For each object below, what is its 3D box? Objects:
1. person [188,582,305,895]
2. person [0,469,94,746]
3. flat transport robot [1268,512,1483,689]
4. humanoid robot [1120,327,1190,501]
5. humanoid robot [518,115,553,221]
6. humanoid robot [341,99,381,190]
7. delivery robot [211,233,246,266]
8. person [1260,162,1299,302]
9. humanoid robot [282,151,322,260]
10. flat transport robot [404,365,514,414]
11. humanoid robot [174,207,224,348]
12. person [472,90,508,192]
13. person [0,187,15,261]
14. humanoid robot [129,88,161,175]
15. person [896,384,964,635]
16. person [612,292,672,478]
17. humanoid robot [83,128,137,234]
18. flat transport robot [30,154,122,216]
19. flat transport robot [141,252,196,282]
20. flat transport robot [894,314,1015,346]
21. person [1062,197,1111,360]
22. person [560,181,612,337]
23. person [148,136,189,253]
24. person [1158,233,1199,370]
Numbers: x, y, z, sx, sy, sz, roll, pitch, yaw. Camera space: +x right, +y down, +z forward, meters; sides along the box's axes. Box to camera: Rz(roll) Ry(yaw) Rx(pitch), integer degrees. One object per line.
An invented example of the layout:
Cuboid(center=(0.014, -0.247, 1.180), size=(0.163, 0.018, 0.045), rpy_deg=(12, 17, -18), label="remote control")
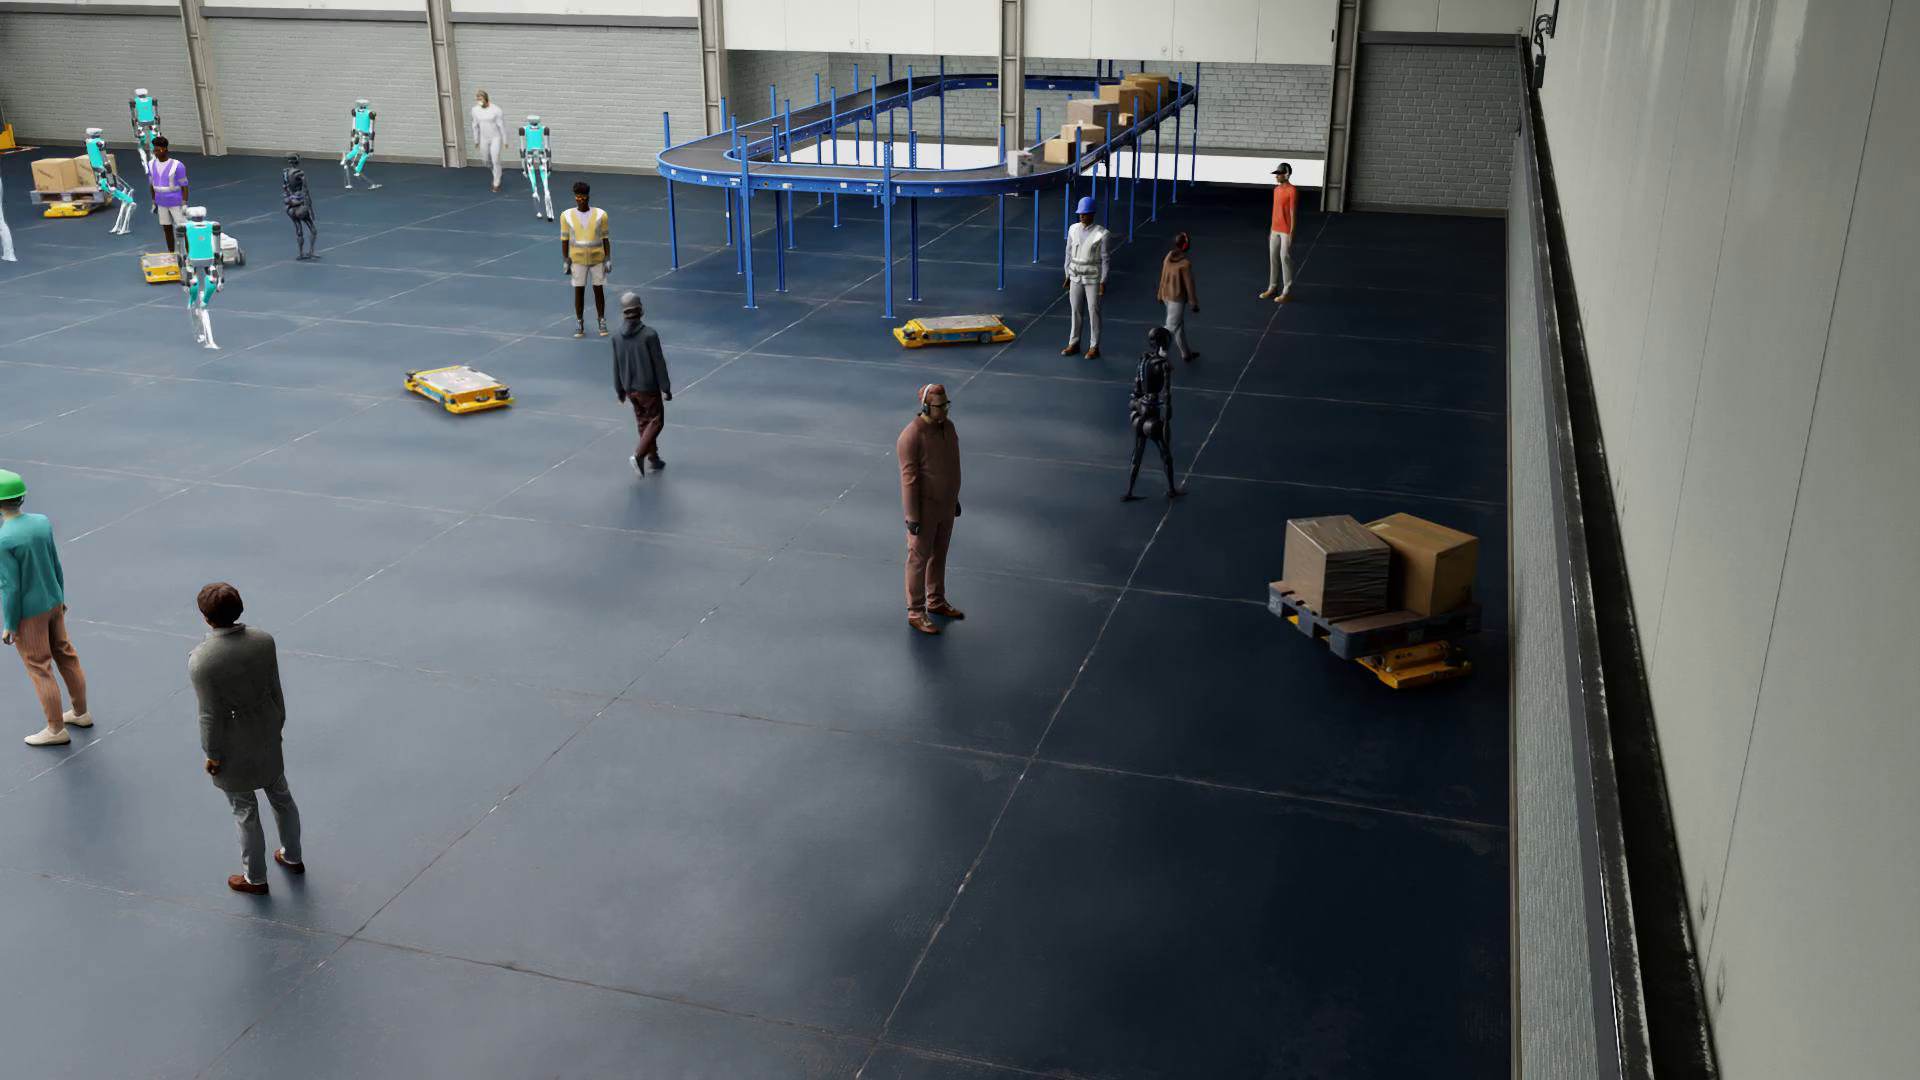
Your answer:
Cuboid(center=(-3.953, 1.090, 9.181), size=(0.366, 1.832, 0.500), rpy_deg=(13, 25, 30), label="person")
Cuboid(center=(-6.028, 0.439, 10.807), size=(0.361, 1.872, 0.529), rpy_deg=(4, 21, 11), label="person")
Cuboid(center=(3.066, 0.699, 12.365), size=(0.659, 0.231, 1.431), rpy_deg=(-9, 23, -22), label="flat transport robot")
Cuboid(center=(1.796, -1.158, 15.248), size=(0.626, 1.637, 0.610), rpy_deg=(-9, 23, -23), label="humanoid robot")
Cuboid(center=(-7.271, -6.355, 28.755), size=(0.545, 1.876, 0.826), rpy_deg=(-9, 23, -21), label="humanoid robot")
Cuboid(center=(-11.346, -7.336, 31.213), size=(0.573, 1.751, 1.026), rpy_deg=(9, 23, 22), label="humanoid robot")
Cuboid(center=(-11.260, -4.428, 25.286), size=(0.807, 0.609, 0.499), rpy_deg=(20, 29, 41), label="delivery robot")
Cuboid(center=(4.408, -4.232, 22.885), size=(0.422, 1.905, 0.480), rpy_deg=(-11, 24, -27), label="person")
Cuboid(center=(-10.162, -5.130, 25.519), size=(0.598, 1.656, 0.327), rpy_deg=(13, 25, 31), label="humanoid robot")
Cuboid(center=(-5.608, -1.692, 18.566), size=(0.659, 0.231, 1.431), rpy_deg=(-17, 27, -37), label="flat transport robot")
Cuboid(center=(-9.488, -3.248, 20.667), size=(0.568, 1.831, 0.810), rpy_deg=(-18, 28, -39), label="humanoid robot")
Cuboid(center=(-8.893, -7.623, 31.690), size=(0.660, 1.905, 0.725), rpy_deg=(4, 21, 10), label="person")
Cuboid(center=(-15.025, -5.241, 25.542), size=(0.969, 1.868, 0.622), rpy_deg=(11, 24, 26), label="person")
Cuboid(center=(-16.280, -8.098, 33.221), size=(0.530, 1.828, 0.769), rpy_deg=(-18, 27, -38), label="humanoid robot")
Cuboid(center=(-0.191, -0.253, 12.559), size=(0.409, 1.910, 0.638), rpy_deg=(13, 25, 31), label="person")
Cuboid(center=(-3.050, -1.461, 15.871), size=(0.573, 1.777, 0.625), rpy_deg=(7, 22, 19), label="person")
Cuboid(center=(-13.958, -5.954, 27.471), size=(0.530, 1.720, 0.694), rpy_deg=(15, 26, 34), label="humanoid robot")
Cuboid(center=(-15.767, -6.004, 29.749), size=(0.659, 0.231, 1.431), rpy_deg=(-3, 21, -7), label="flat transport robot")
Cuboid(center=(-11.776, -4.068, 24.729), size=(0.659, 0.231, 1.431), rpy_deg=(-11, 23, -25), label="flat transport robot")
Cuboid(center=(-0.073, -2.648, 21.047), size=(1.431, 0.231, 0.659), rpy_deg=(-5, 22, -13), label="flat transport robot")
Cuboid(center=(1.520, -3.157, 20.033), size=(0.603, 1.949, 0.386), rpy_deg=(15, 25, 33), label="person")
Cuboid(center=(-4.713, -3.545, 21.018), size=(0.611, 1.961, 0.365), rpy_deg=(-5, 22, -13), label="person")
Cuboid(center=(-11.861, -5.068, 24.964), size=(0.600, 1.967, 0.368), rpy_deg=(3, 21, 9), label="person")
Cuboid(center=(2.629, -2.808, 19.567), size=(0.810, 1.615, 0.502), rpy_deg=(-12, 24, -27), label="person")
